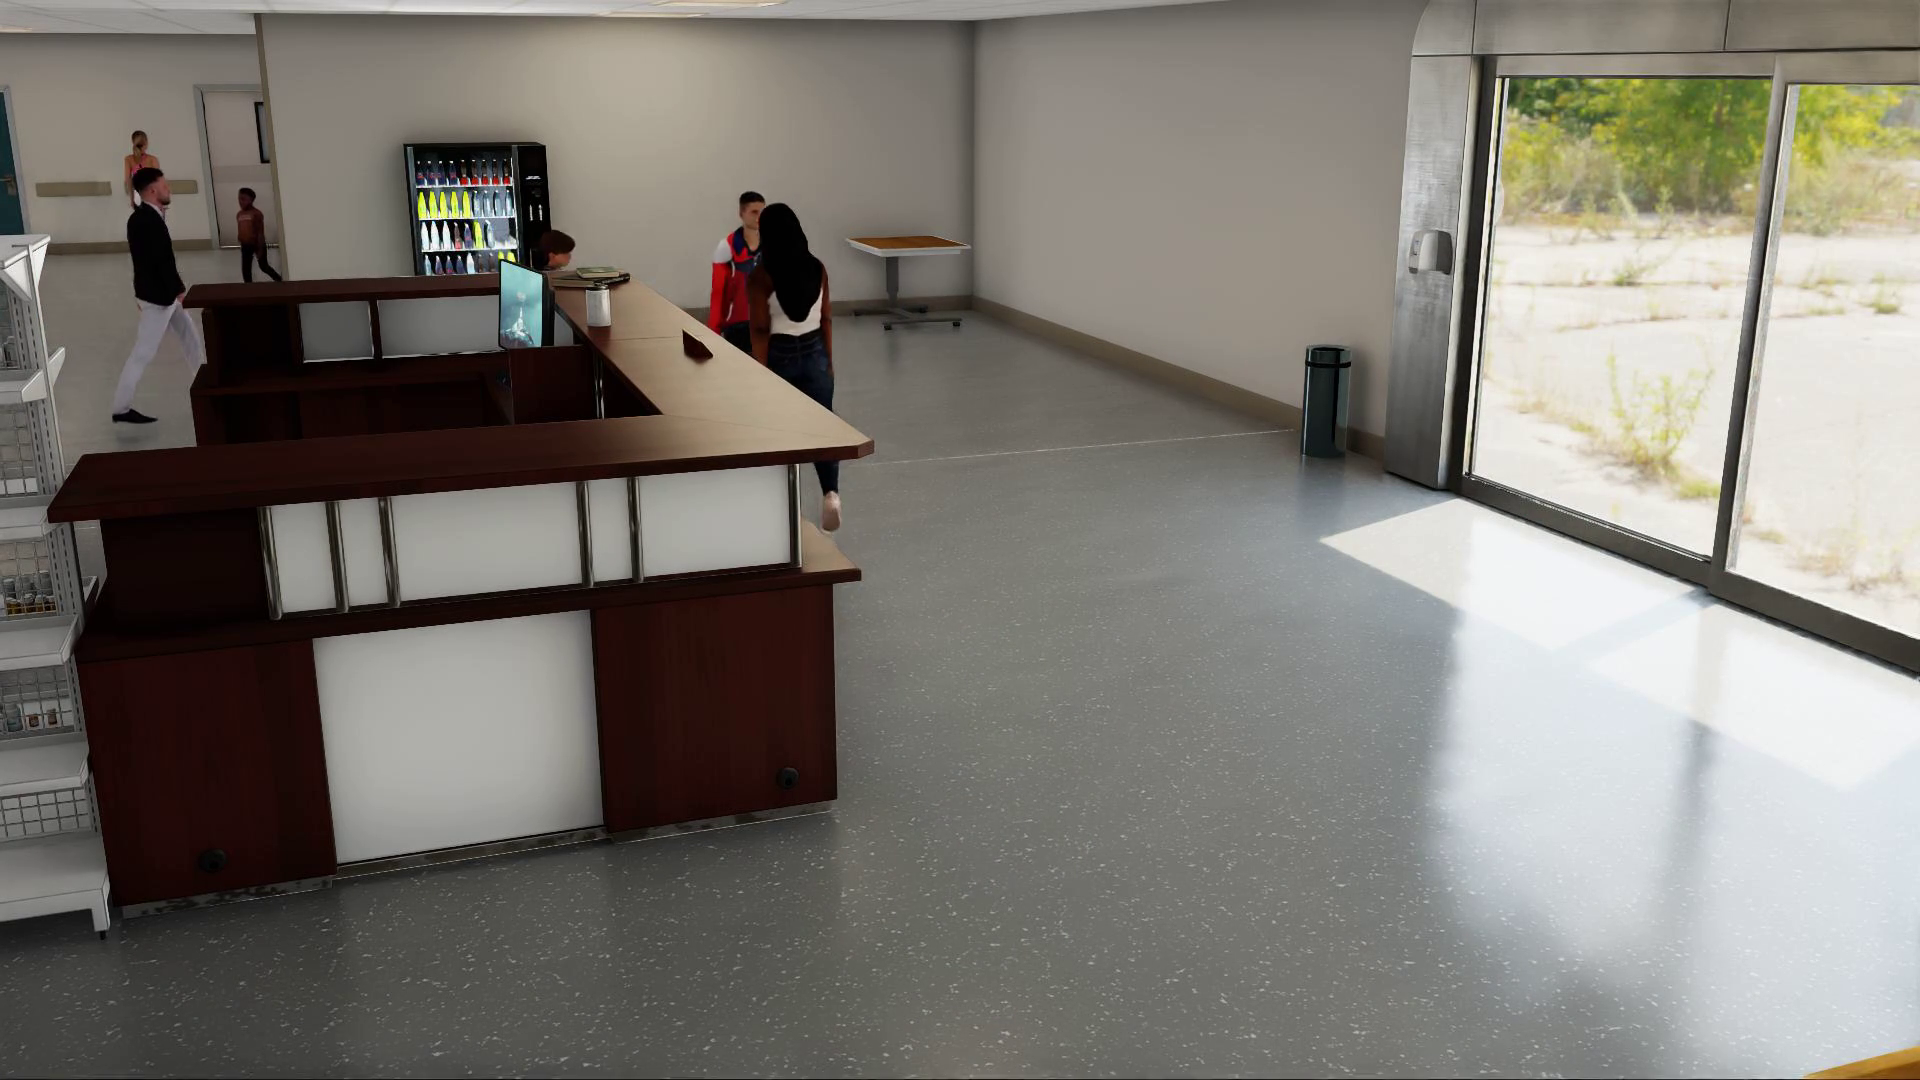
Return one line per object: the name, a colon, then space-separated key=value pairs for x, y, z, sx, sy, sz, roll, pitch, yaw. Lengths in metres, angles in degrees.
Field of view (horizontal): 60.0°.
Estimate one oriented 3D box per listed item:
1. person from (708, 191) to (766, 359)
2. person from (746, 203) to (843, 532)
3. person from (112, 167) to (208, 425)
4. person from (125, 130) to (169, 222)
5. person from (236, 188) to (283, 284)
person: x=-1.440 y=-1.376 z=10.907 sx=1.233 sy=1.696 sz=0.954 roll=-10 pitch=19 yaw=-32
person: x=-0.868 y=-0.896 z=9.060 sx=1.091 sy=1.774 sz=0.711 roll=-4 pitch=16 yaw=-15
person: x=-5.798 y=-1.673 z=11.799 sx=1.230 sy=1.783 sz=0.775 roll=-8 pitch=17 yaw=-25
person: x=-10.060 y=-4.157 z=20.600 sx=0.564 sy=1.788 sz=0.724 roll=-1 pitch=16 yaw=-2
person: x=-7.800 y=-3.276 z=18.490 sx=0.869 sy=1.237 sz=0.863 roll=4 pitch=16 yaw=15
